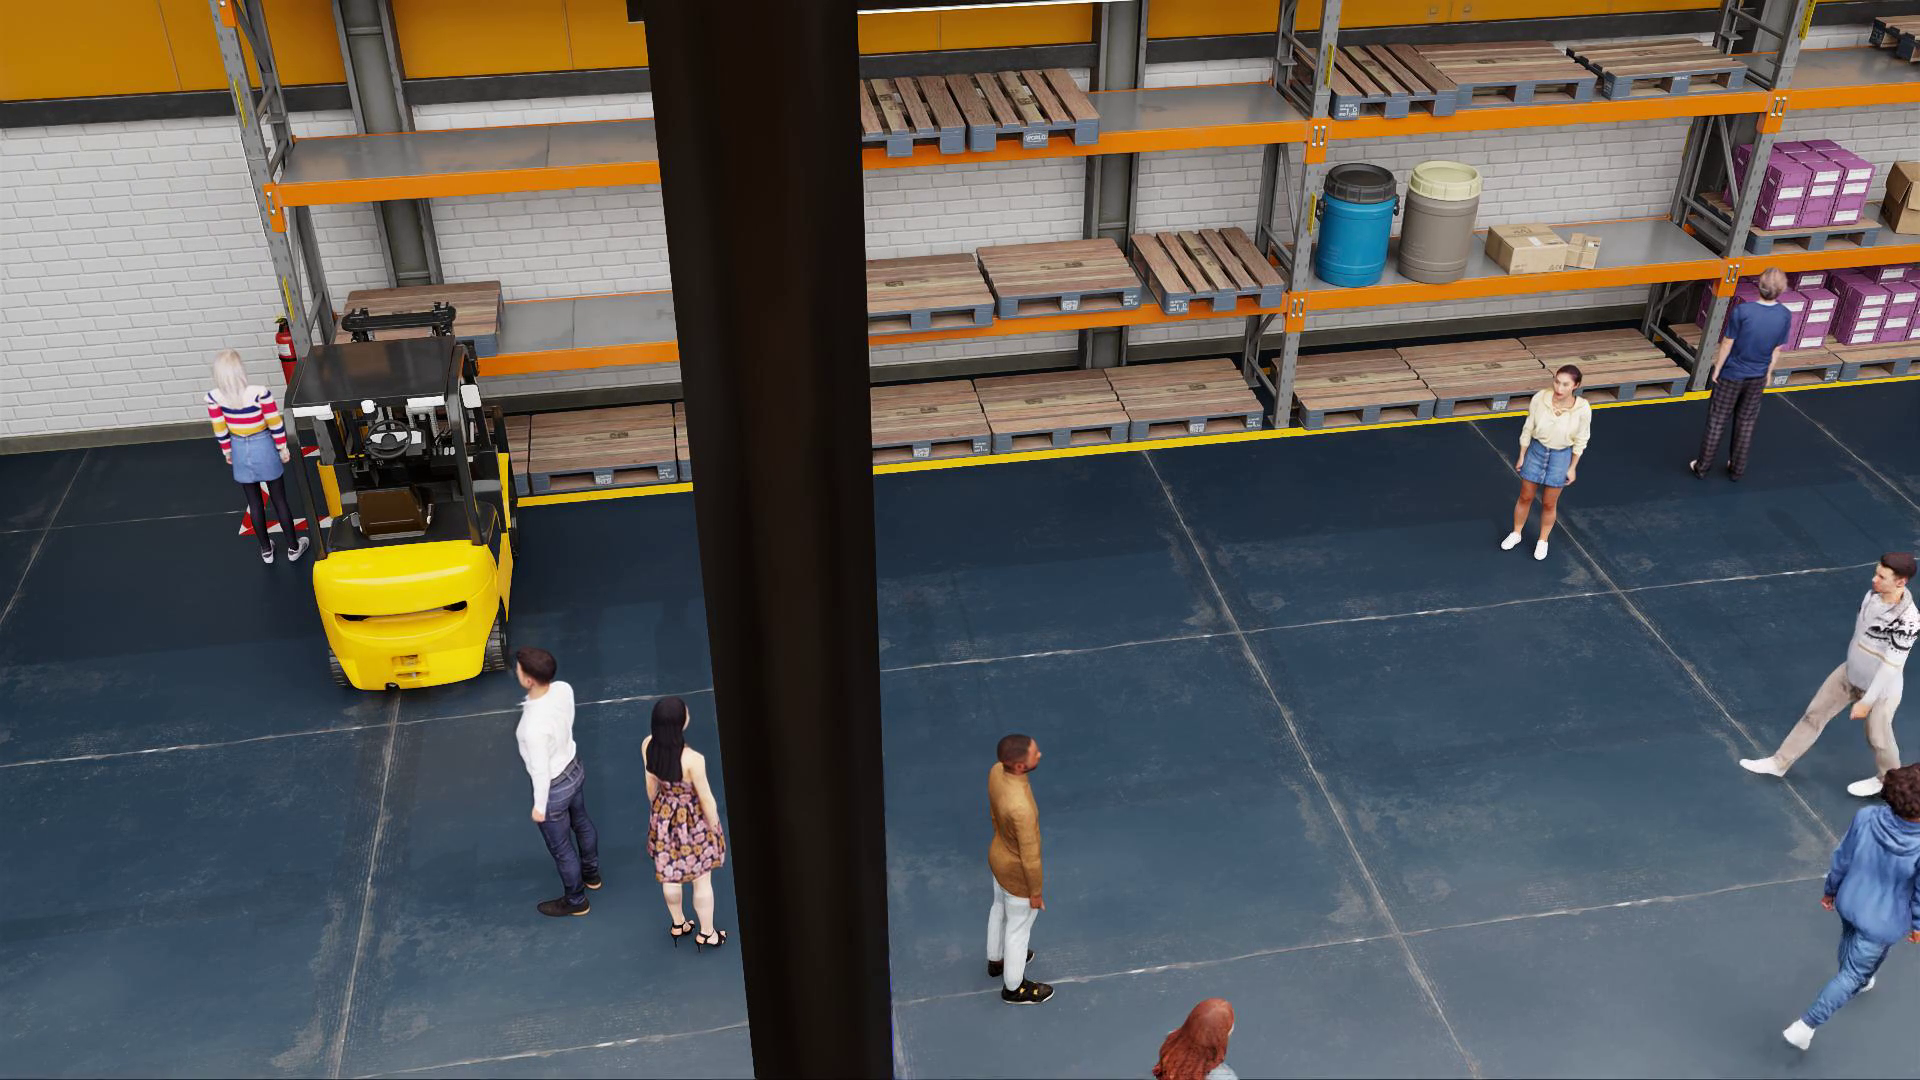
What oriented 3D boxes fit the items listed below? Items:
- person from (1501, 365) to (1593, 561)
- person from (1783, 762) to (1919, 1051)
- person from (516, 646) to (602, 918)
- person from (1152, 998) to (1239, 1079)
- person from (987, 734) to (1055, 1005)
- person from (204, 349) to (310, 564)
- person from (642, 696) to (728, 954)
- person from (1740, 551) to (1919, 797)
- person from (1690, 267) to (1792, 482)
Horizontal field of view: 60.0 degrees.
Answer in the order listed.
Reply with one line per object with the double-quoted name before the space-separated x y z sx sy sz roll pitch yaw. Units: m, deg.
"person" 4.484 -0.608 12.661 0.697 1.630 0.769 19 38 26
"person" 4.727 1.950 8.681 1.229 1.776 0.891 -15 37 -22
"person" -2.288 1.369 9.472 0.710 1.868 0.702 7 34 10
"person" 0.980 2.756 7.525 1.091 1.713 0.899 -23 40 -30
"person" 0.293 1.753 8.941 0.610 1.817 0.669 -12 36 -18
"person" -5.319 -0.638 12.545 0.458 1.809 0.718 -4 34 -6
"person" -1.533 1.582 9.237 0.790 1.774 0.863 15 37 22
"person" 5.704 0.877 10.268 1.235 1.806 0.827 0 34 0
"person" 6.384 -1.342 13.551 0.571 1.868 0.765 3 34 4
